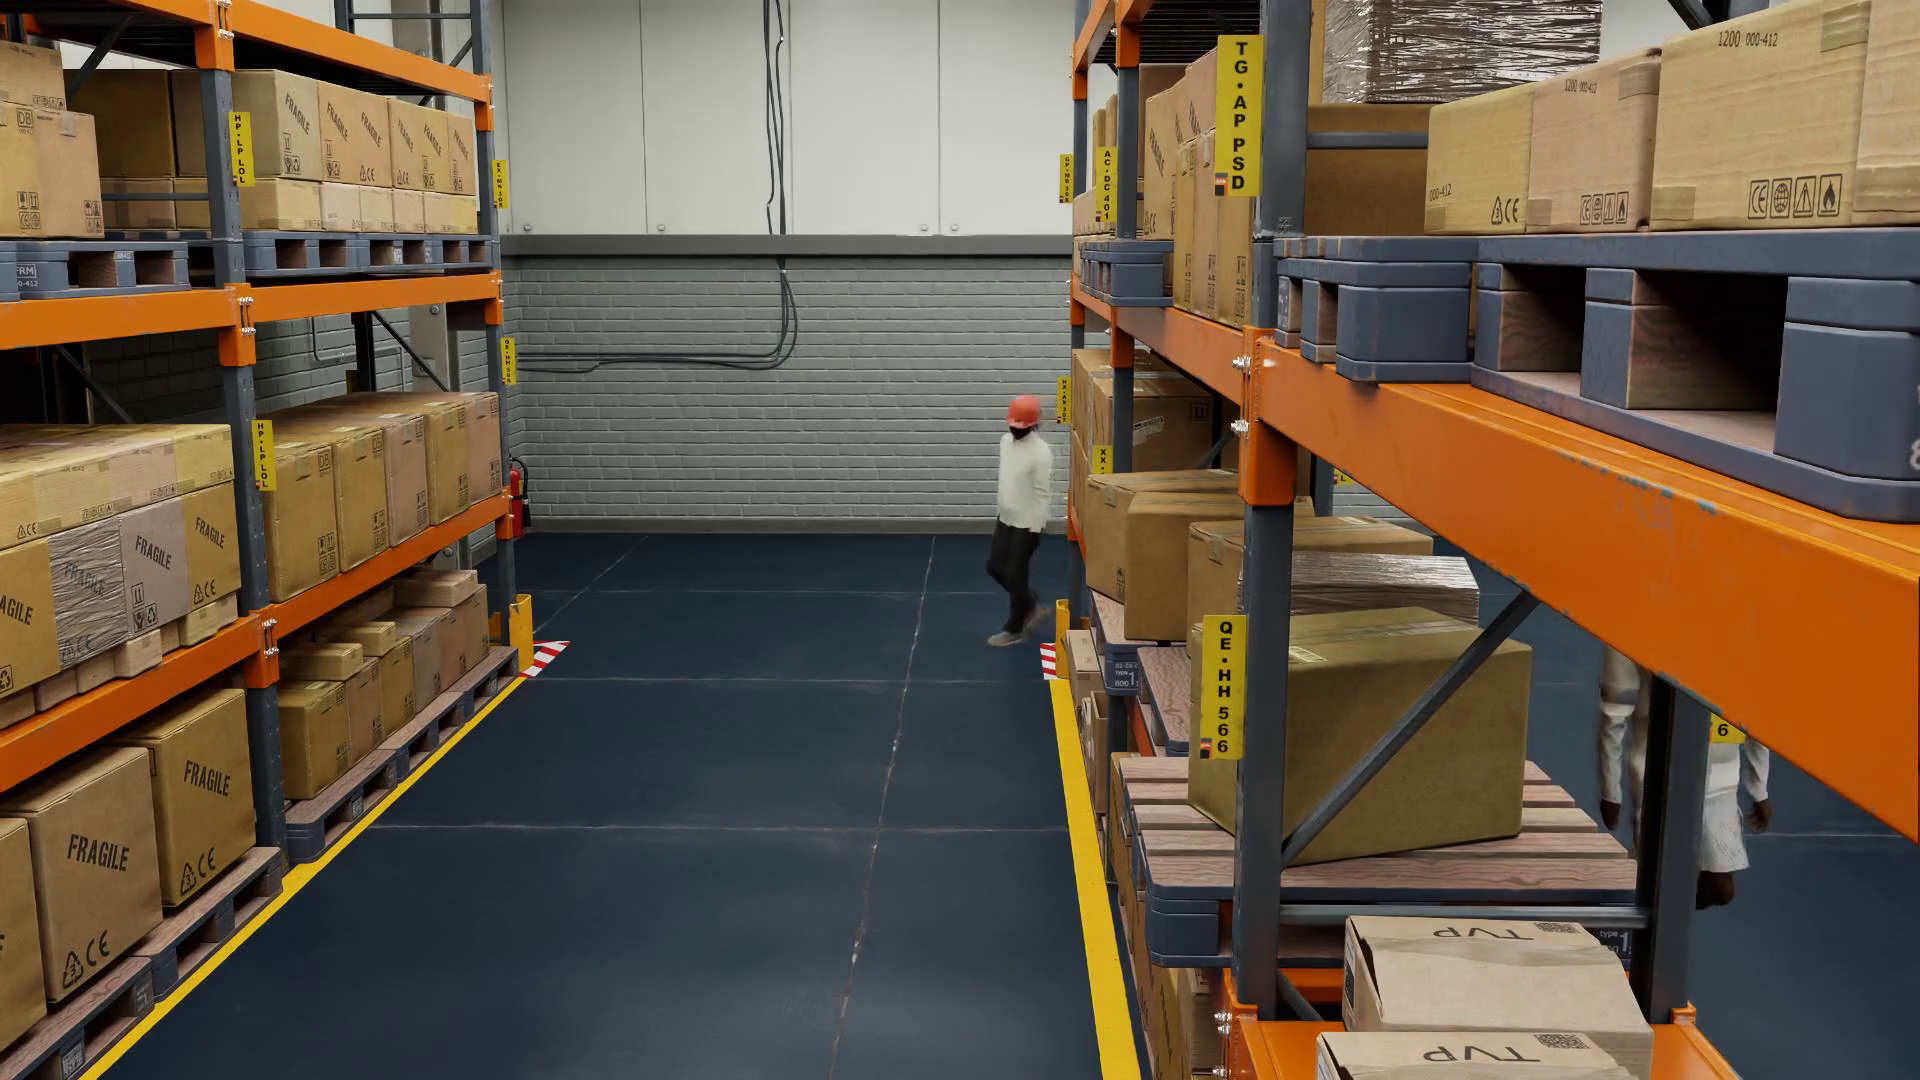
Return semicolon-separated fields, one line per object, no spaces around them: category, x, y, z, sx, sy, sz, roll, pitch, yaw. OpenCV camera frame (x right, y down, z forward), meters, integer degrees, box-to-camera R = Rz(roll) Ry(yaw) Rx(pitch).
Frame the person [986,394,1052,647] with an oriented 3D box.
person;0.456;-0.140;12.491;0.470;1.941;0.692;-6;12;-30

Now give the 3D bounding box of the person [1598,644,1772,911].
person;2.767;0.898;6.414;0.637;2.028;0.674;1;10;4
